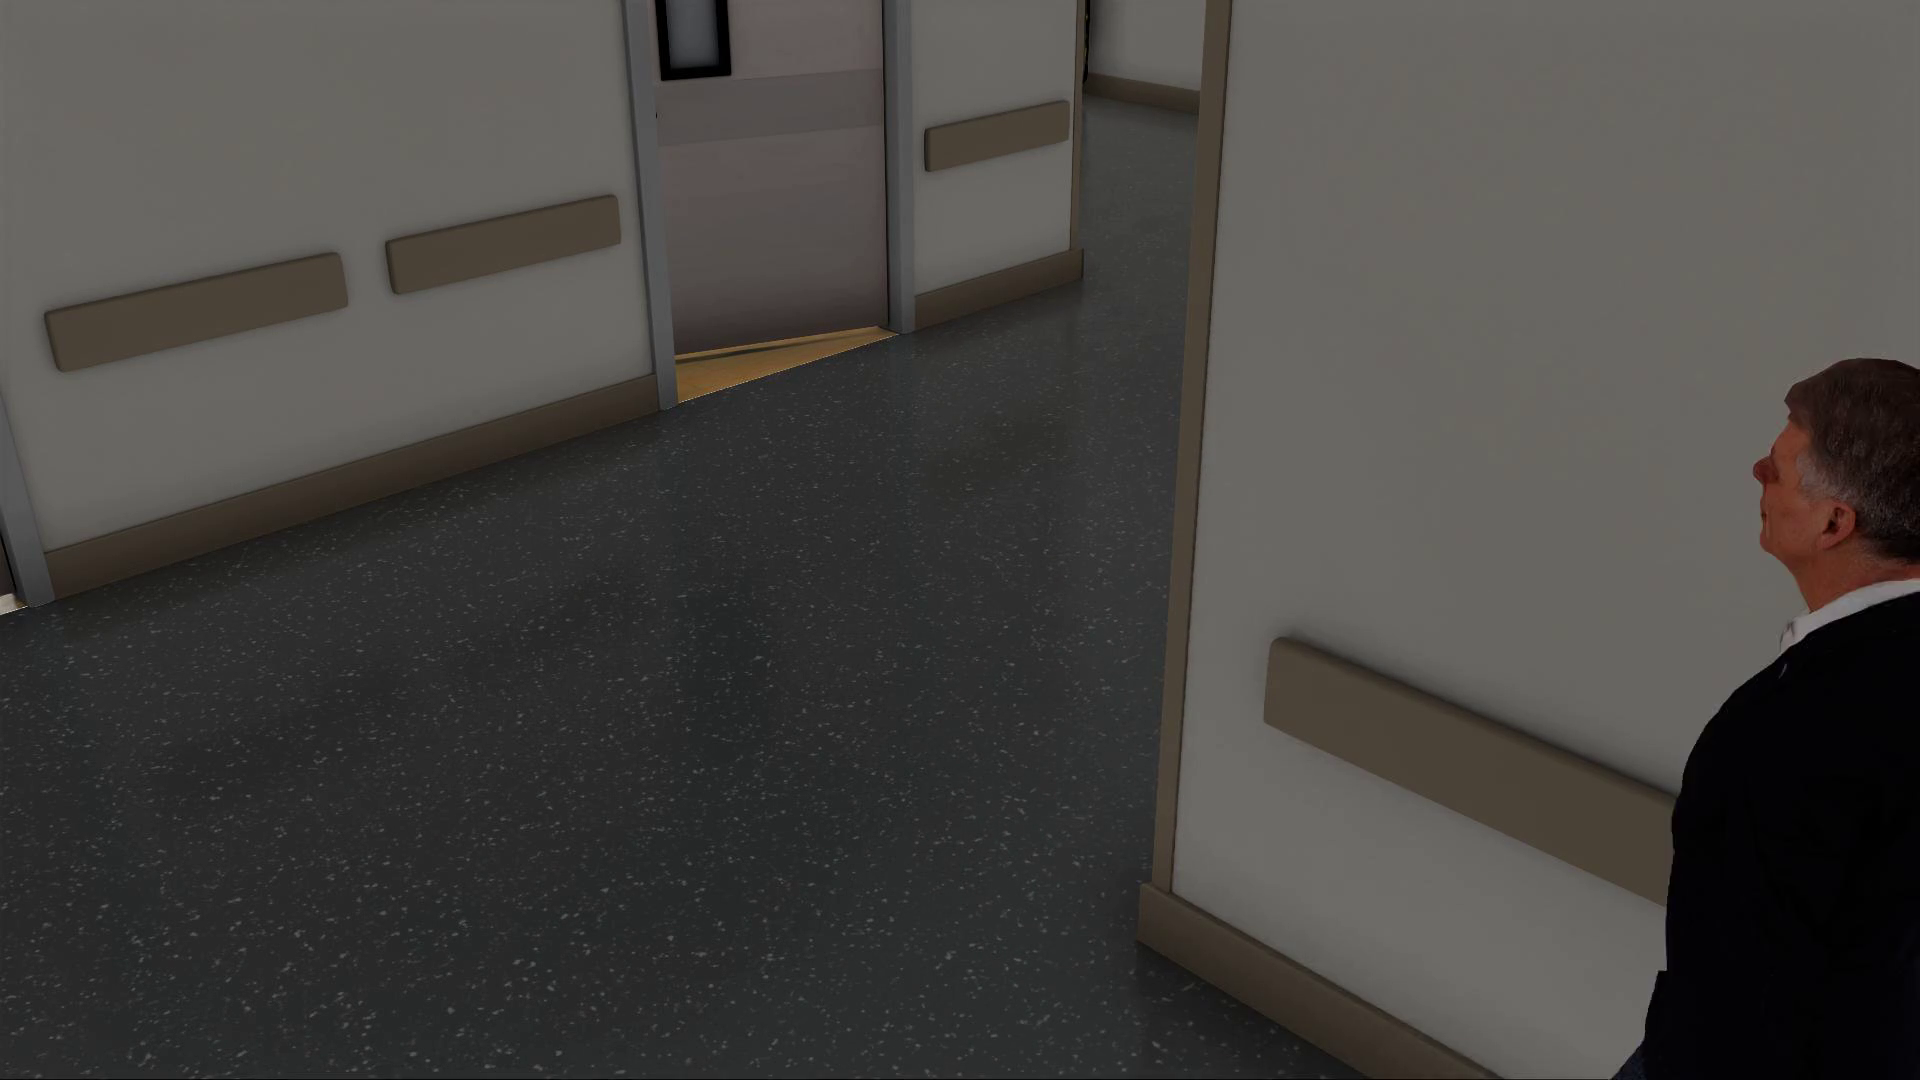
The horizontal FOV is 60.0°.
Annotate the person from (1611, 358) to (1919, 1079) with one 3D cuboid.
[{"bbox_3d":[1.149,0.682,2.161,1.026,1.779,0.875,-20,32,-36],"label":"person"}]
